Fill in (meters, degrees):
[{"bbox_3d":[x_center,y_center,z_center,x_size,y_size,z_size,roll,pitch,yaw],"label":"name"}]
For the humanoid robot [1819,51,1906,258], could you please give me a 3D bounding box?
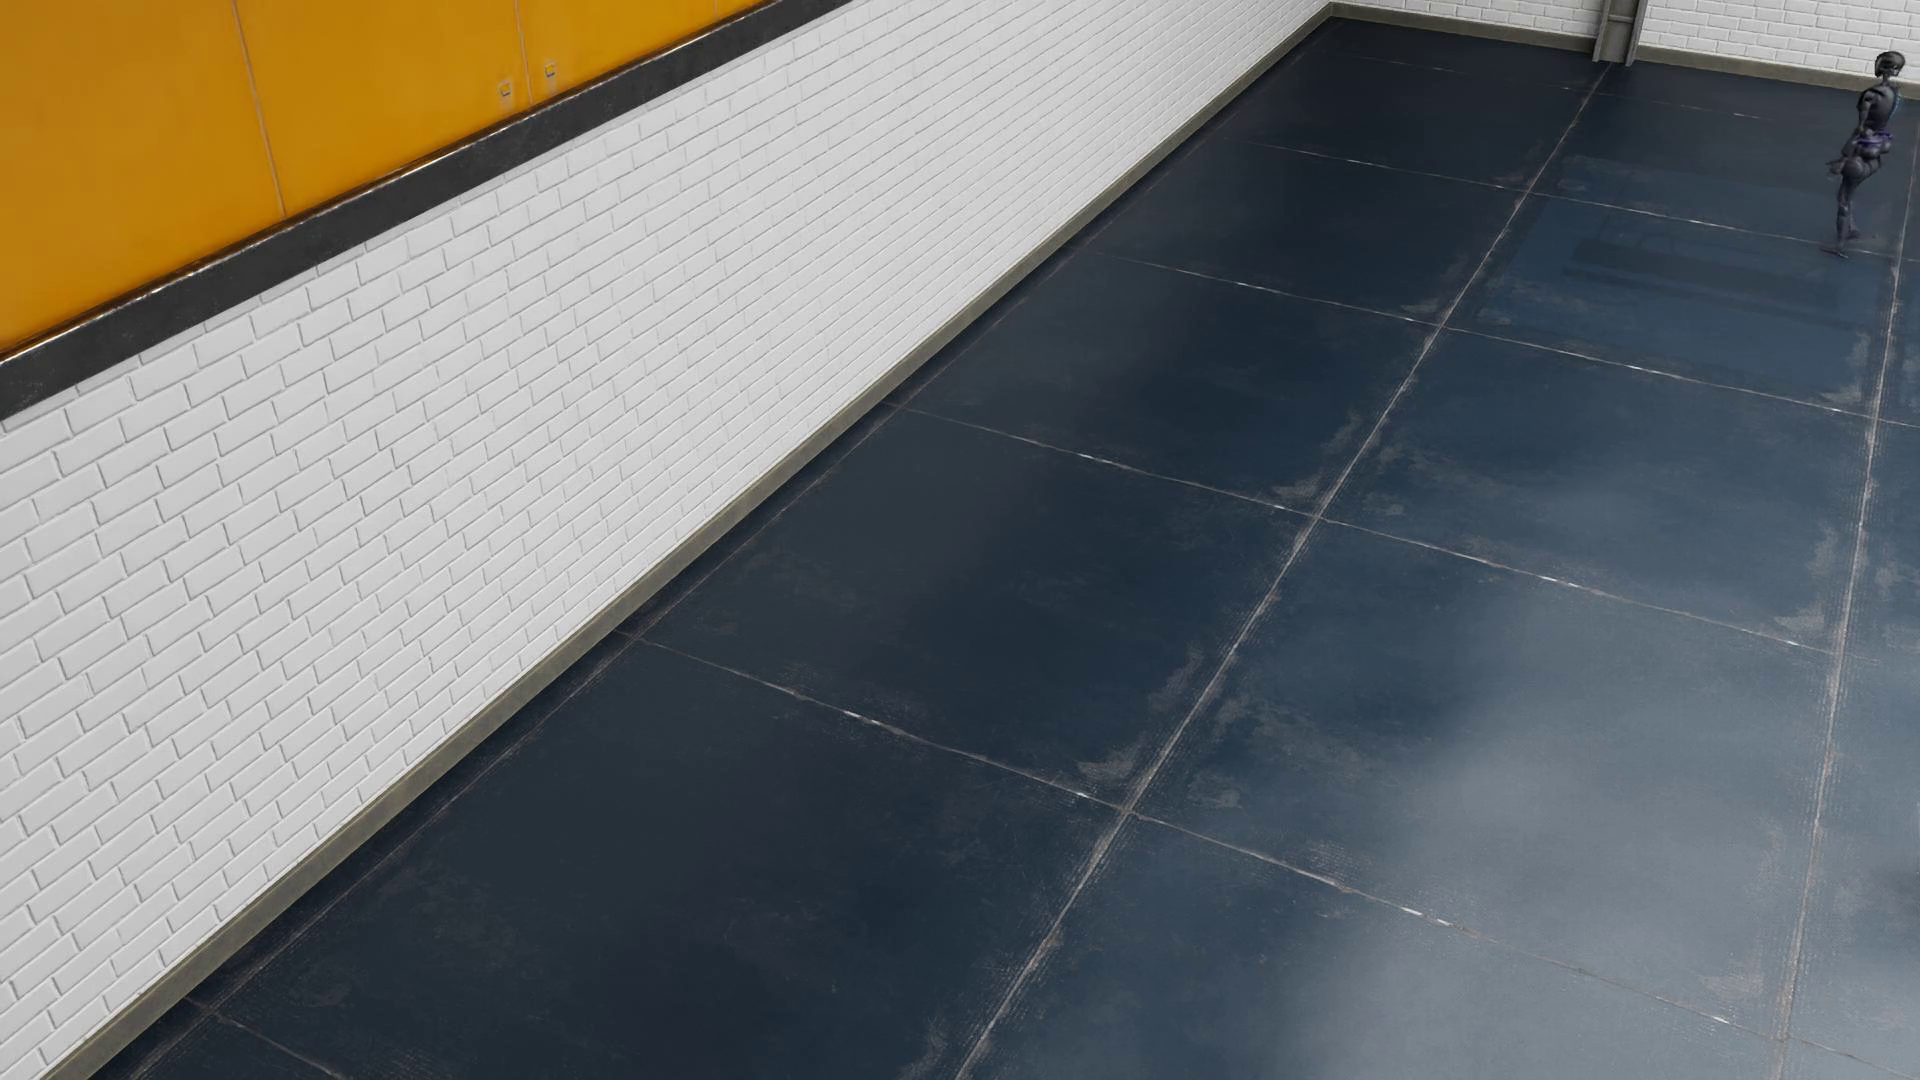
[{"bbox_3d":[7.203,-3.076,13.293,0.599,1.653,0.347,-25,41,-32],"label":"humanoid robot"}]
